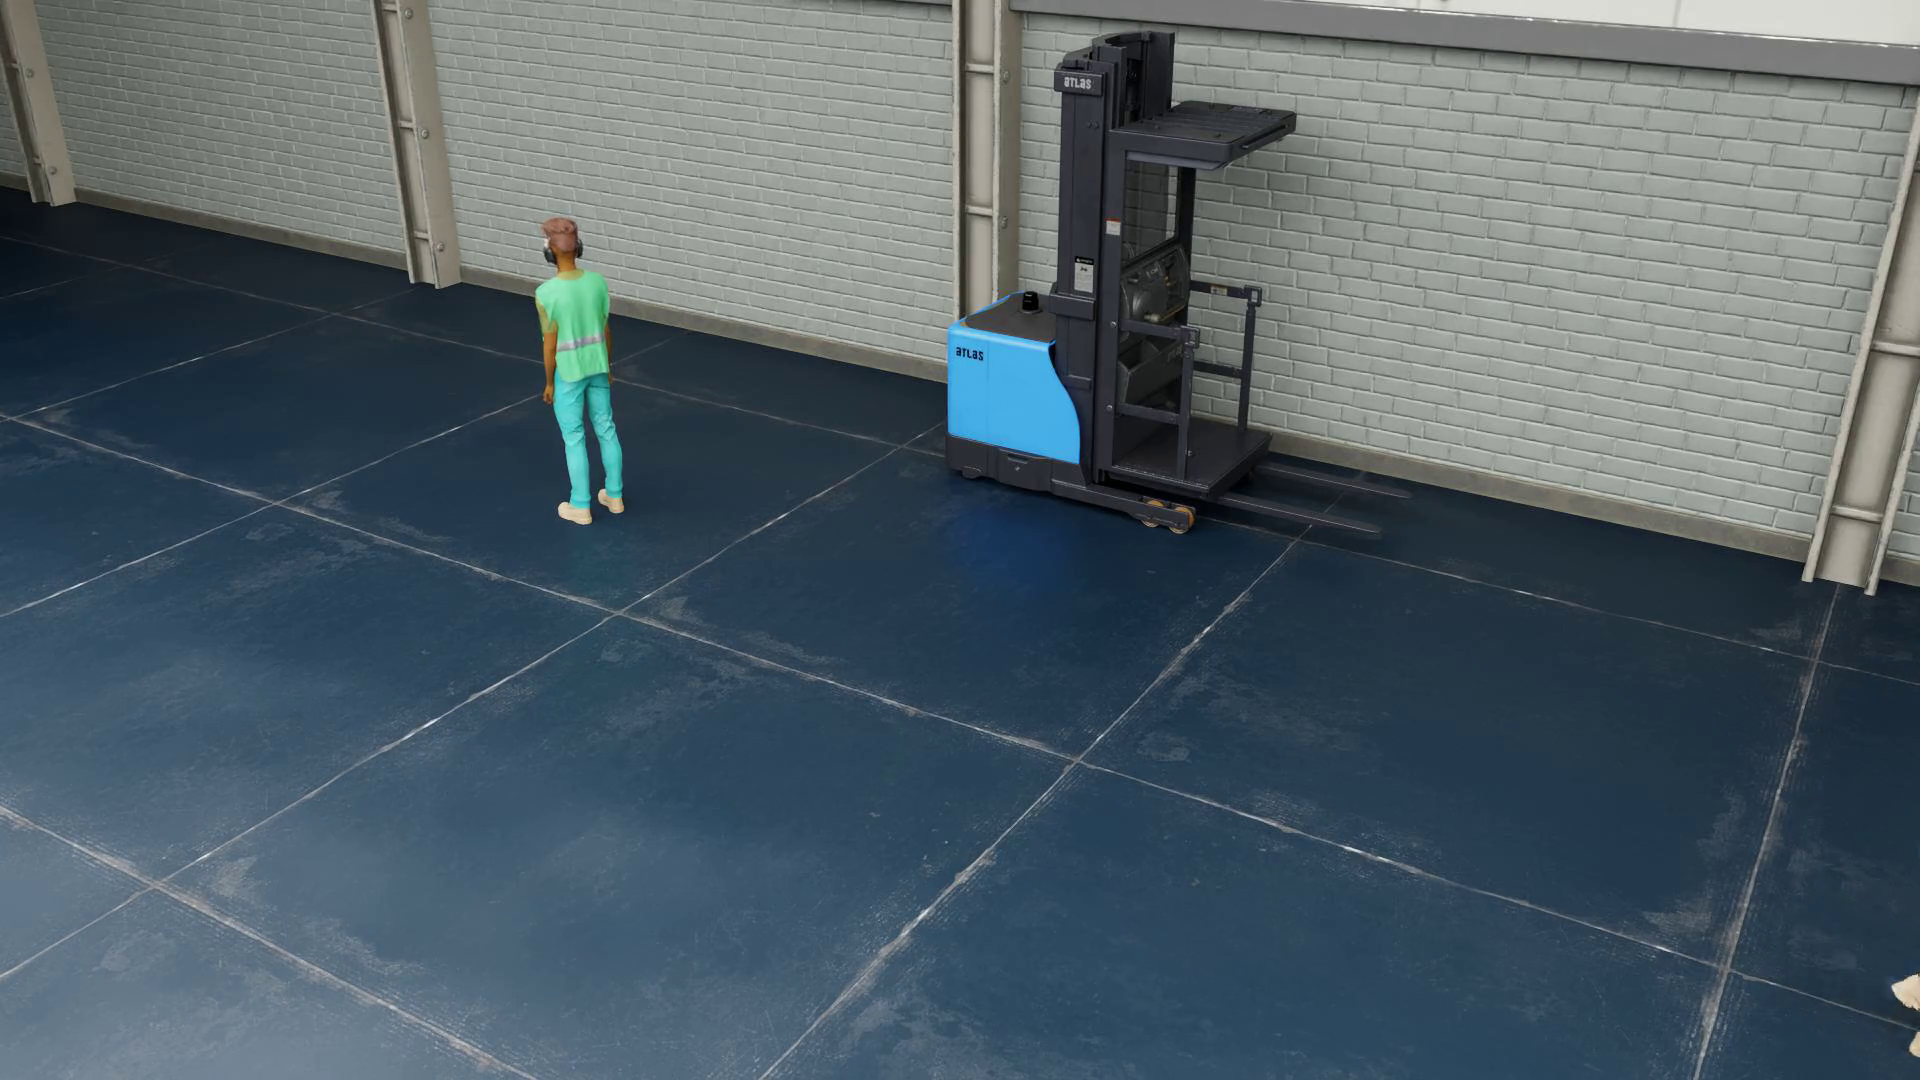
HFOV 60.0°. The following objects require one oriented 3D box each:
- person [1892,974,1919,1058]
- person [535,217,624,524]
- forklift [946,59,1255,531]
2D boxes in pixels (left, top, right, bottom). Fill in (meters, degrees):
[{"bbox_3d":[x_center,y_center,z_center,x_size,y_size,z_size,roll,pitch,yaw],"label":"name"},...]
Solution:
[{"bbox_3d":[3.780,1.193,6.008,0.424,1.741,0.558,20,32,36],"label":"person"},{"bbox_3d":[-2.400,-1.051,10.487,0.483,1.979,0.405,-21,32,-37],"label":"person"},{"bbox_3d":[0.933,-1.707,10.833,1.873,2.768,1.129,15,29,28],"label":"forklift"}]
